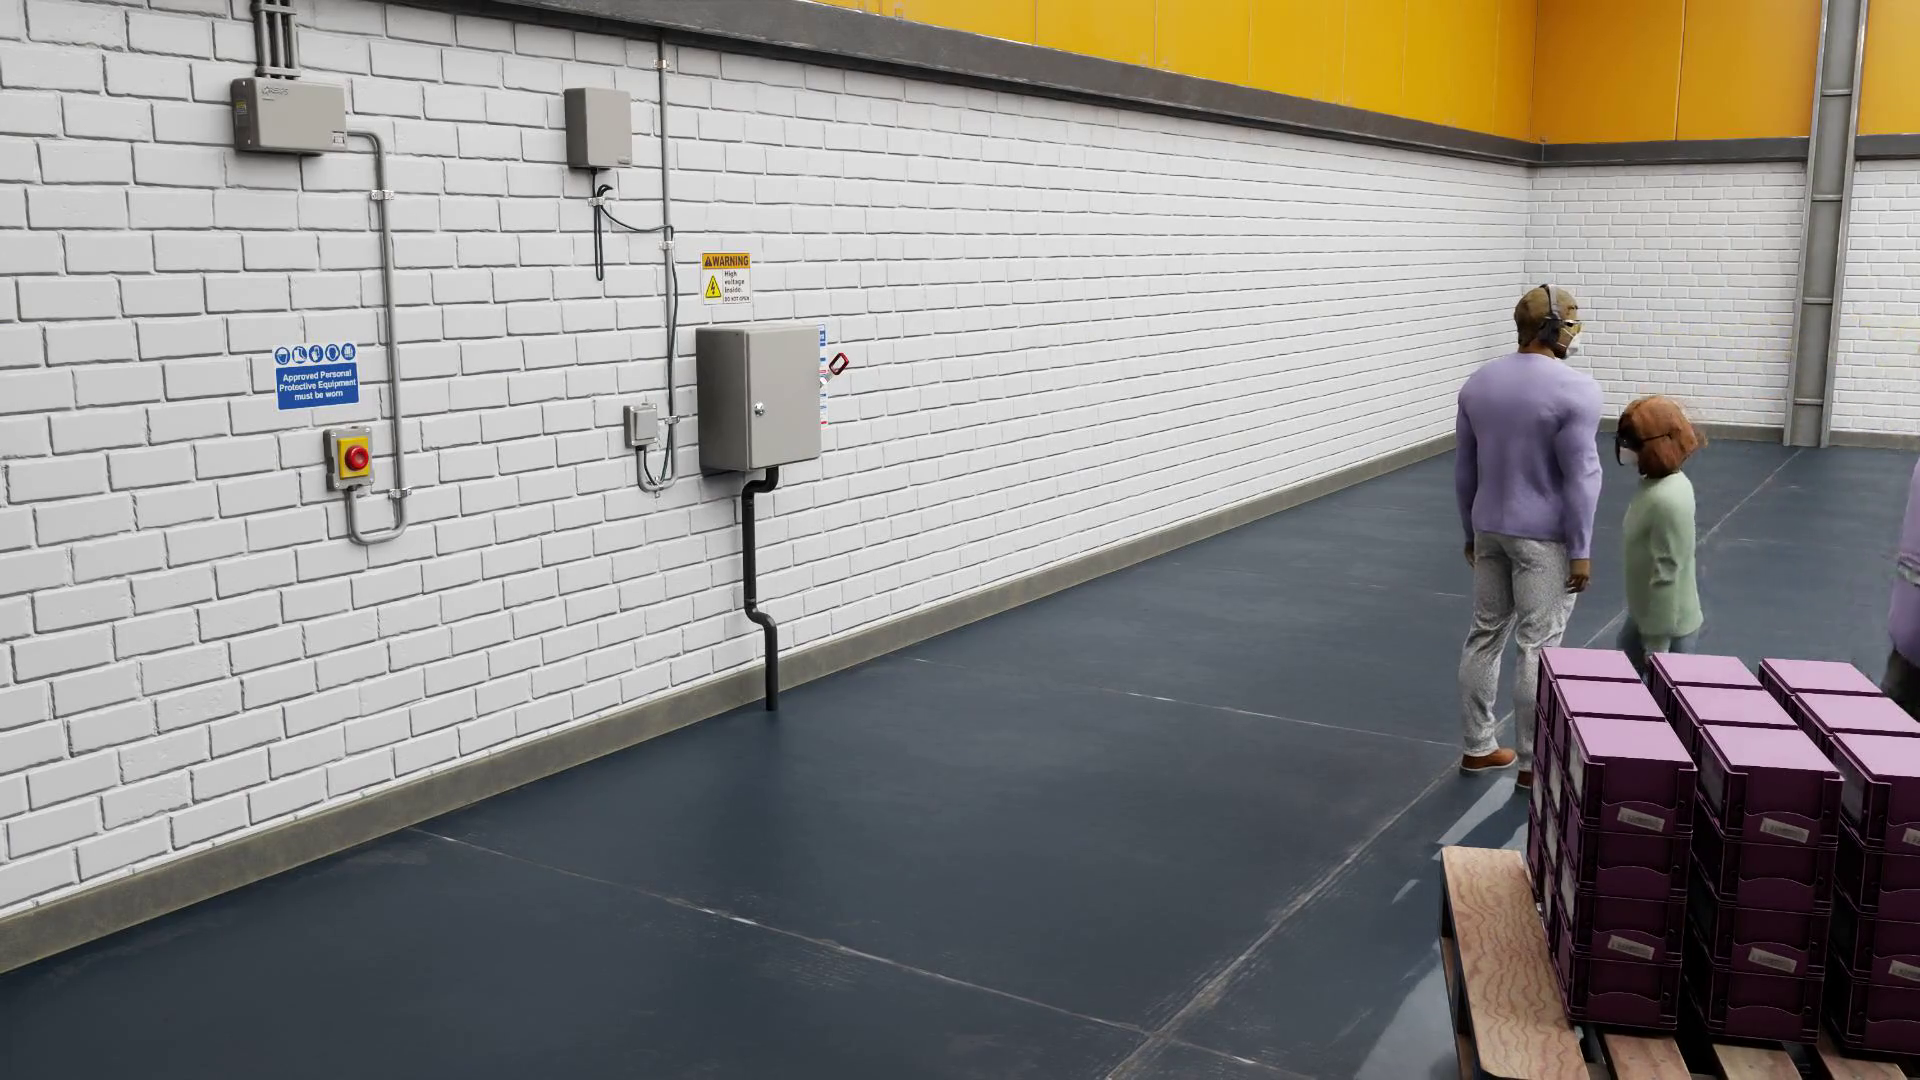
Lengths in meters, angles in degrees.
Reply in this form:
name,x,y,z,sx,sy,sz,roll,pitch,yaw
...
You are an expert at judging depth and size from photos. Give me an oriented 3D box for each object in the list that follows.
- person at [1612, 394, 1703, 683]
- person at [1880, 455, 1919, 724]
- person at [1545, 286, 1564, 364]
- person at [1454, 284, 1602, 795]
name,x,y,z,sx,sy,sz,roll,pitch,yaw
person,2.466,0.291,5.693,0.756,1.598,0.530,3,11,14
person,2.941,0.290,4.976,1.030,1.875,0.605,2,10,10
person,6.046,-1.786,17.096,0.499,1.632,0.282,-9,13,-40
person,2.160,-0.002,6.372,0.374,1.936,0.628,-6,12,-30
